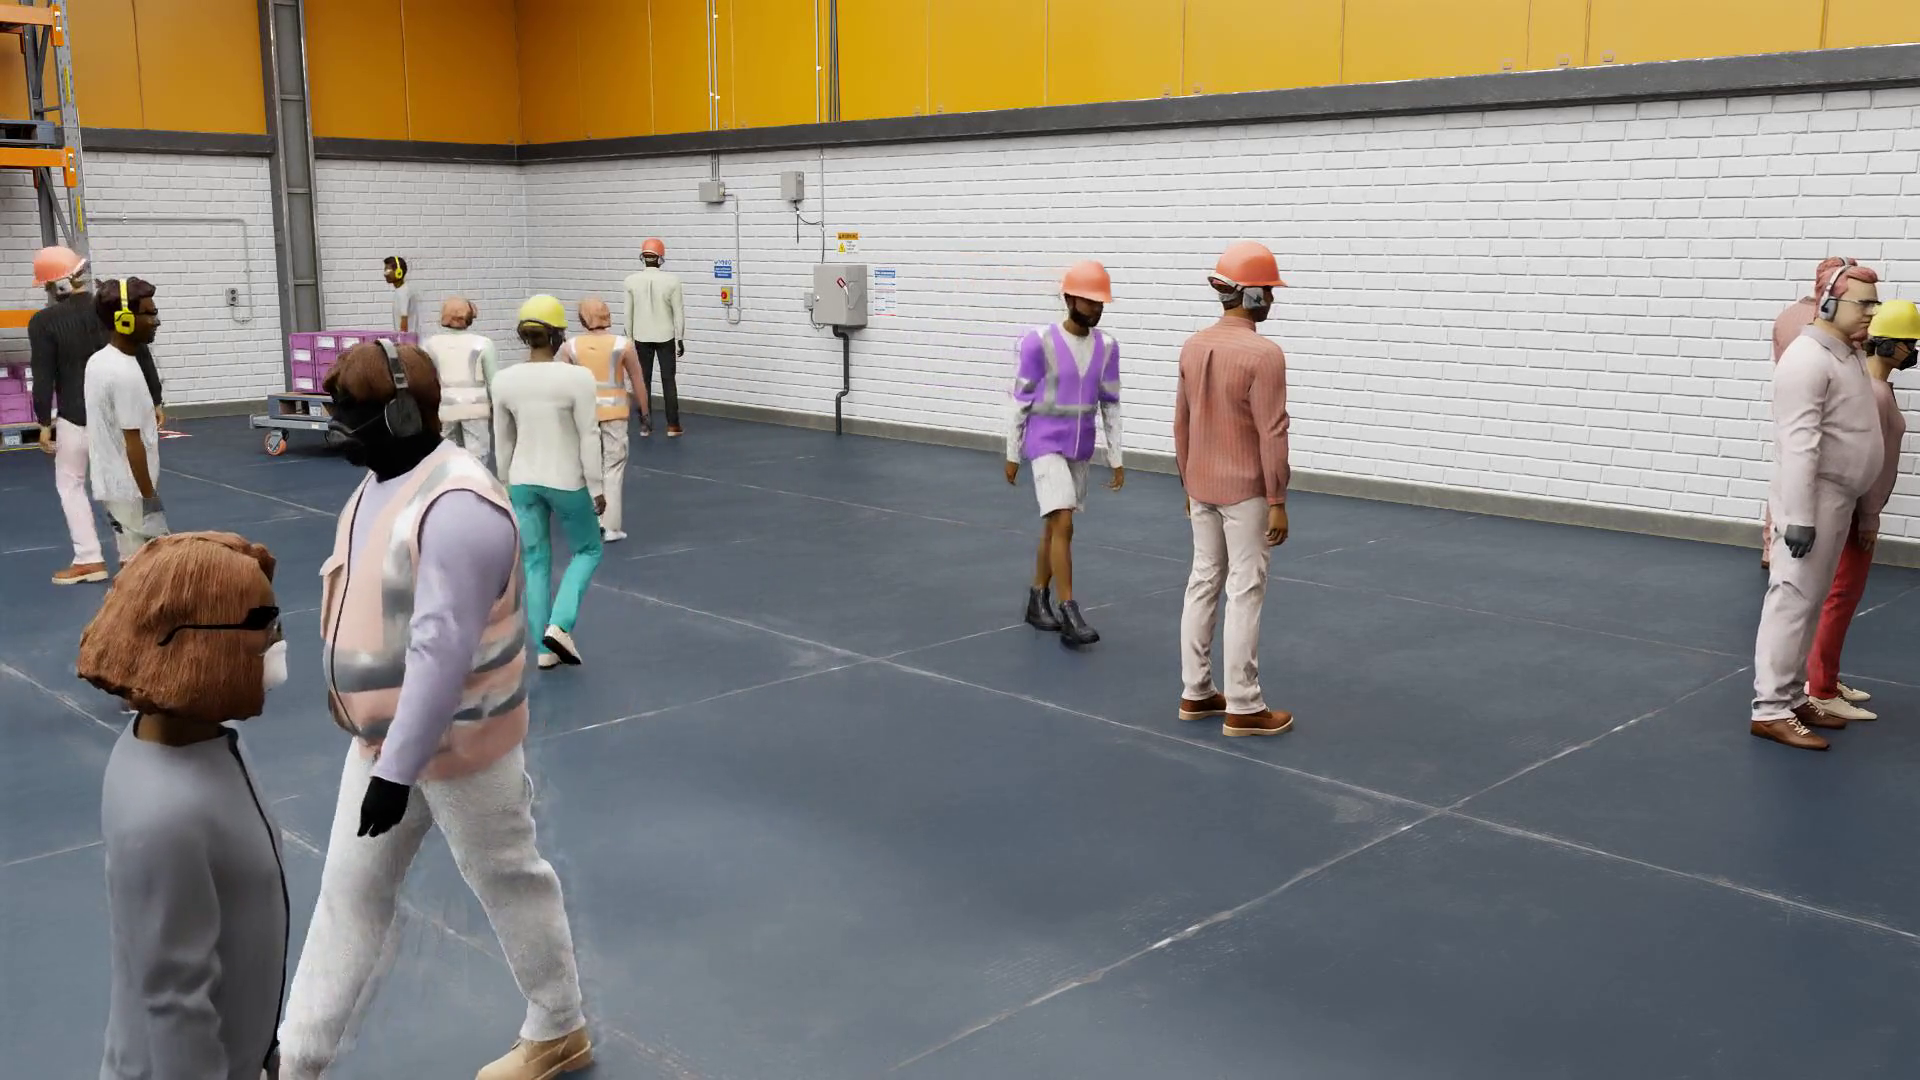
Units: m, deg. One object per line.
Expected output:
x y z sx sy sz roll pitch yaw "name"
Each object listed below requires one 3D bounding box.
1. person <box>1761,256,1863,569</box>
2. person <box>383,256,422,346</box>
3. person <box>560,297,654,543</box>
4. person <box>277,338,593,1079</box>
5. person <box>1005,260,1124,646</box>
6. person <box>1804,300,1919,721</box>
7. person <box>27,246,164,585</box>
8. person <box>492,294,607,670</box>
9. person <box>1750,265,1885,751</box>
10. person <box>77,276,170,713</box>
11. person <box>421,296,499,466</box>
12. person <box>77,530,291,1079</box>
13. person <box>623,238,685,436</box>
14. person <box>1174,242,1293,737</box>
5.106 -0.720 9.865 0.403 1.900 0.639 -4 11 -19 "person"
-5.632 -1.991 17.059 0.987 1.822 0.537 -5 11 -25 "person"
-2.346 -0.800 11.080 0.561 1.615 0.553 1 10 6 "person"
-1.269 0.458 3.721 0.932 1.791 0.623 -9 14 -42 "person"
0.584 -0.426 8.270 0.567 1.887 0.923 -6 12 -31 "person"
3.824 -0.126 7.012 0.349 1.759 0.522 5 11 24 "person"
-5.042 -0.728 9.772 0.735 1.959 0.398 -8 13 -38 "person"
-1.893 -0.257 7.715 0.549 1.752 0.372 2 11 12 "person"
3.446 -0.133 6.644 0.401 1.904 0.648 8 13 38 "person"
-3.457 -0.174 7.005 0.415 1.852 0.546 -7 12 -33 "person"
-3.353 -0.826 11.203 0.517 1.623 0.394 1 10 4 "person"
-1.070 0.788 2.387 0.282 1.624 0.494 -4 11 -19 "person"
-3.082 -2.043 16.810 0.613 1.994 0.395 0 10 1 "person"
1.127 -0.204 6.779 0.386 1.992 0.625 -6 12 -30 "person"
